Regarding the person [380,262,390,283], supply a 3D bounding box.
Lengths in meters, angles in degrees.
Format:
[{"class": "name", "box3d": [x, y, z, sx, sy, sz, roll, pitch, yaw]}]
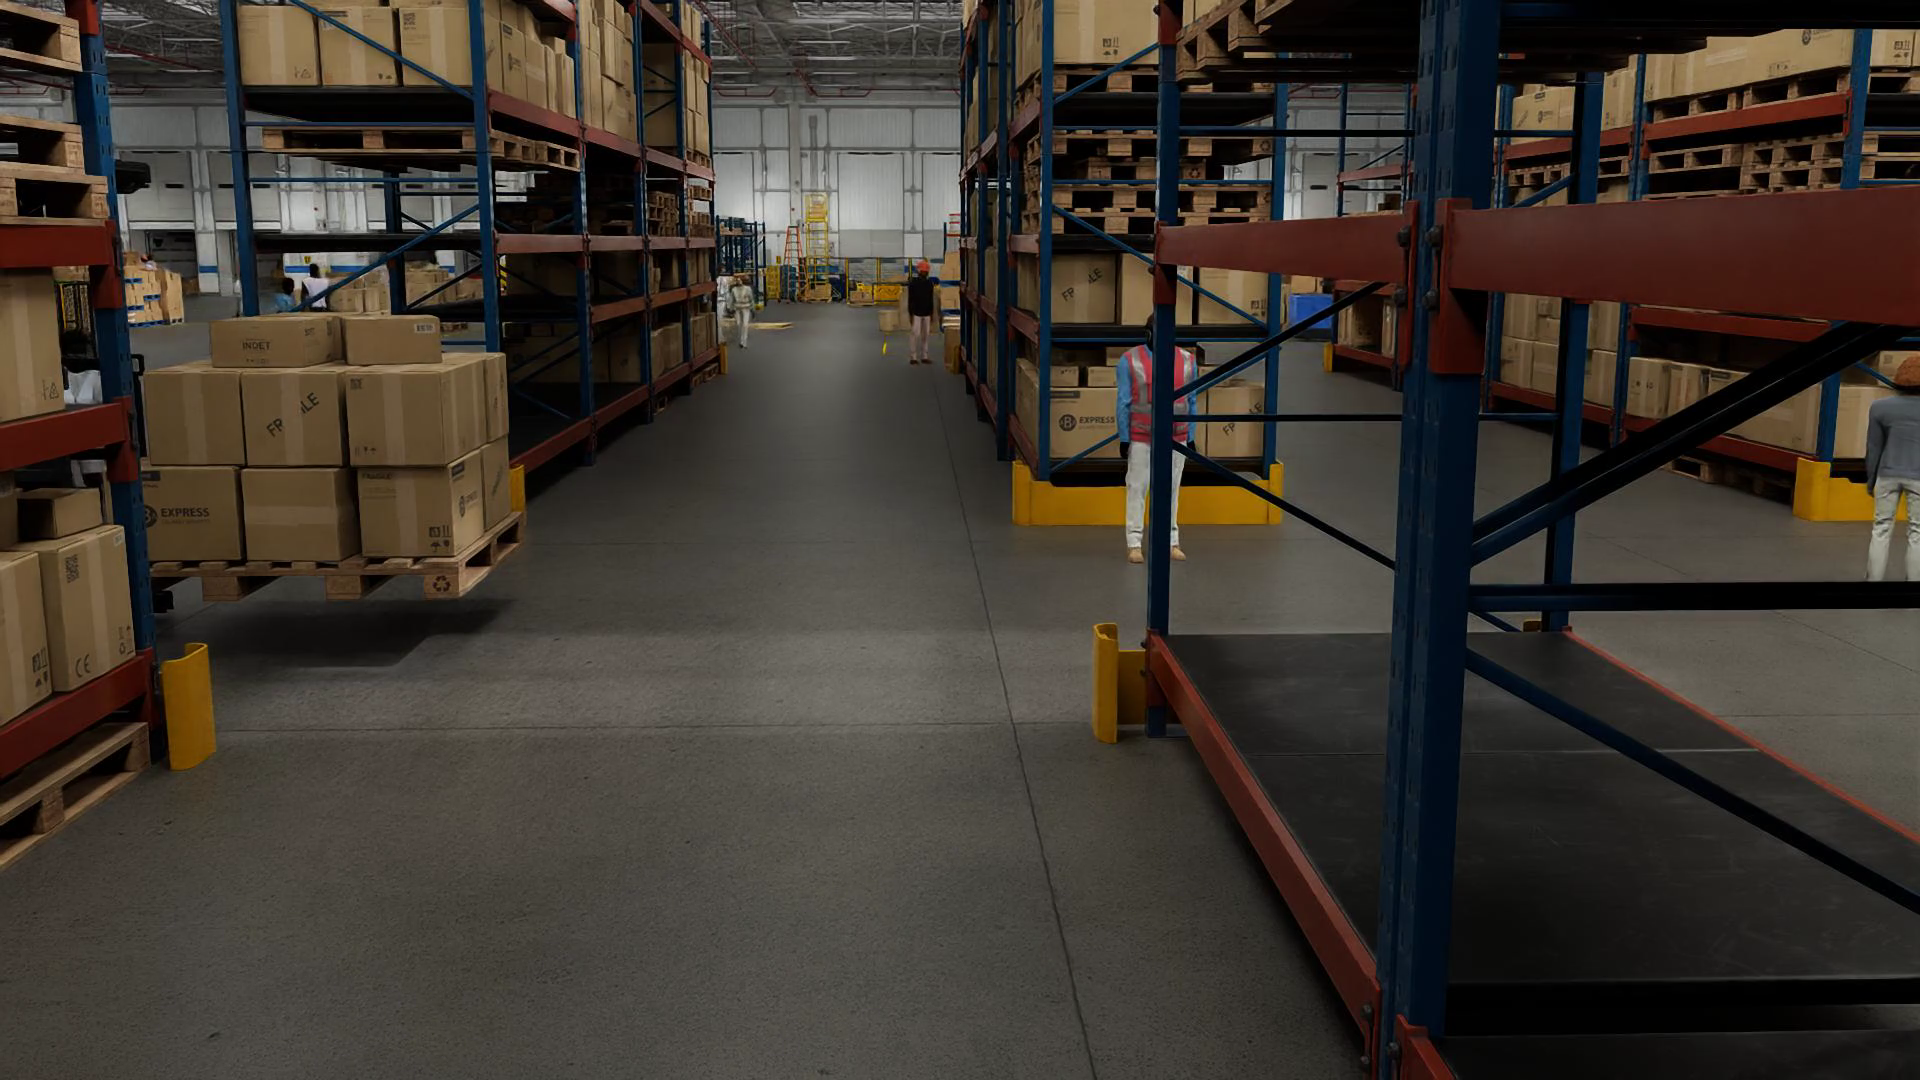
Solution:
[{"class": "person", "box3d": [-18.153, -8.062, 52.716, 0.481, 1.925, 0.629, 0, 10, 1]}]

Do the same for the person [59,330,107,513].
[{"class": "person", "box3d": [-6.733, -0.756, 12.665, 0.572, 1.679, 0.699, -8, 13, -38]}]

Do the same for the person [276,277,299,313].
[{"class": "person", "box3d": [-12.277, -3.971, 30.527, 0.390, 1.686, 0.555, 2, 10, 10]}]

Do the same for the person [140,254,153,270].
[{"class": "person", "box3d": [-27.954, -8.841, 57.043, 0.552, 1.913, 0.699, -8, 13, -36]}]

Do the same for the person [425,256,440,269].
[{"class": "person", "box3d": [-19.443, -9.574, 61.459, 0.917, 1.806, 0.631, 6, 12, 32]}]

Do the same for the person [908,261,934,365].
[{"class": "person", "box3d": [-0.741, -4.298, 31.602, 0.457, 1.983, 0.618, 10, 14, 44]}]

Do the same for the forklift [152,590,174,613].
[{"class": "forklift", "box3d": [-5.858, -0.811, 9.639, 1.873, 2.768, 1.129, -1, 10, -3]}]

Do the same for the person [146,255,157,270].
[{"class": "person", "box3d": [-32.619, -10.547, 66.903, 0.959, 1.789, 0.657, 4, 11, 19]}]

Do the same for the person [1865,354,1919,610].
[{"class": "person", "box3d": [6.065, -0.371, 10.661, 0.499, 1.633, 0.286, 10, 14, 44]}]

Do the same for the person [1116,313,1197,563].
[{"class": "person", "box3d": [1.451, -0.751, 12.200, 0.626, 1.844, 0.429, -2, 10, -13]}]

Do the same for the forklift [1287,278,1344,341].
[{"class": "forklift", "box3d": [8.796, -6.134, 39.295, 1.873, 2.768, 1.129, 0, 10, -2]}]

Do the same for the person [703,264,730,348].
[{"class": "person", "box3d": [-5.419, -5.137, 36.559, 0.601, 1.861, 0.755, 5, 11, 26]}]

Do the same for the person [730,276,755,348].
[{"class": "person", "box3d": [-4.798, -4.982, 36.447, 0.527, 1.591, 0.865, 2, 10, 13]}]

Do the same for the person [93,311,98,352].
[{"class": "person", "box3d": [-18.247, -4.898, 35.232, 0.313, 1.866, 0.539, -4, 11, -21]}]

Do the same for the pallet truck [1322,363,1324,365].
[{"class": "pallet truck", "box3d": [7.712, -4.157, 30.737, 1.885, 1.965, 0.823, 3, 11, 16]}]

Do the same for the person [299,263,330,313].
[{"class": "person", "box3d": [-13.905, -5.034, 35.963, 0.962, 1.882, 0.600, 8, 13, 37]}]

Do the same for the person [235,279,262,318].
[{"class": "person", "box3d": [-14.559, -4.742, 34.260, 0.918, 1.895, 0.578, 0, 10, 1]}]
